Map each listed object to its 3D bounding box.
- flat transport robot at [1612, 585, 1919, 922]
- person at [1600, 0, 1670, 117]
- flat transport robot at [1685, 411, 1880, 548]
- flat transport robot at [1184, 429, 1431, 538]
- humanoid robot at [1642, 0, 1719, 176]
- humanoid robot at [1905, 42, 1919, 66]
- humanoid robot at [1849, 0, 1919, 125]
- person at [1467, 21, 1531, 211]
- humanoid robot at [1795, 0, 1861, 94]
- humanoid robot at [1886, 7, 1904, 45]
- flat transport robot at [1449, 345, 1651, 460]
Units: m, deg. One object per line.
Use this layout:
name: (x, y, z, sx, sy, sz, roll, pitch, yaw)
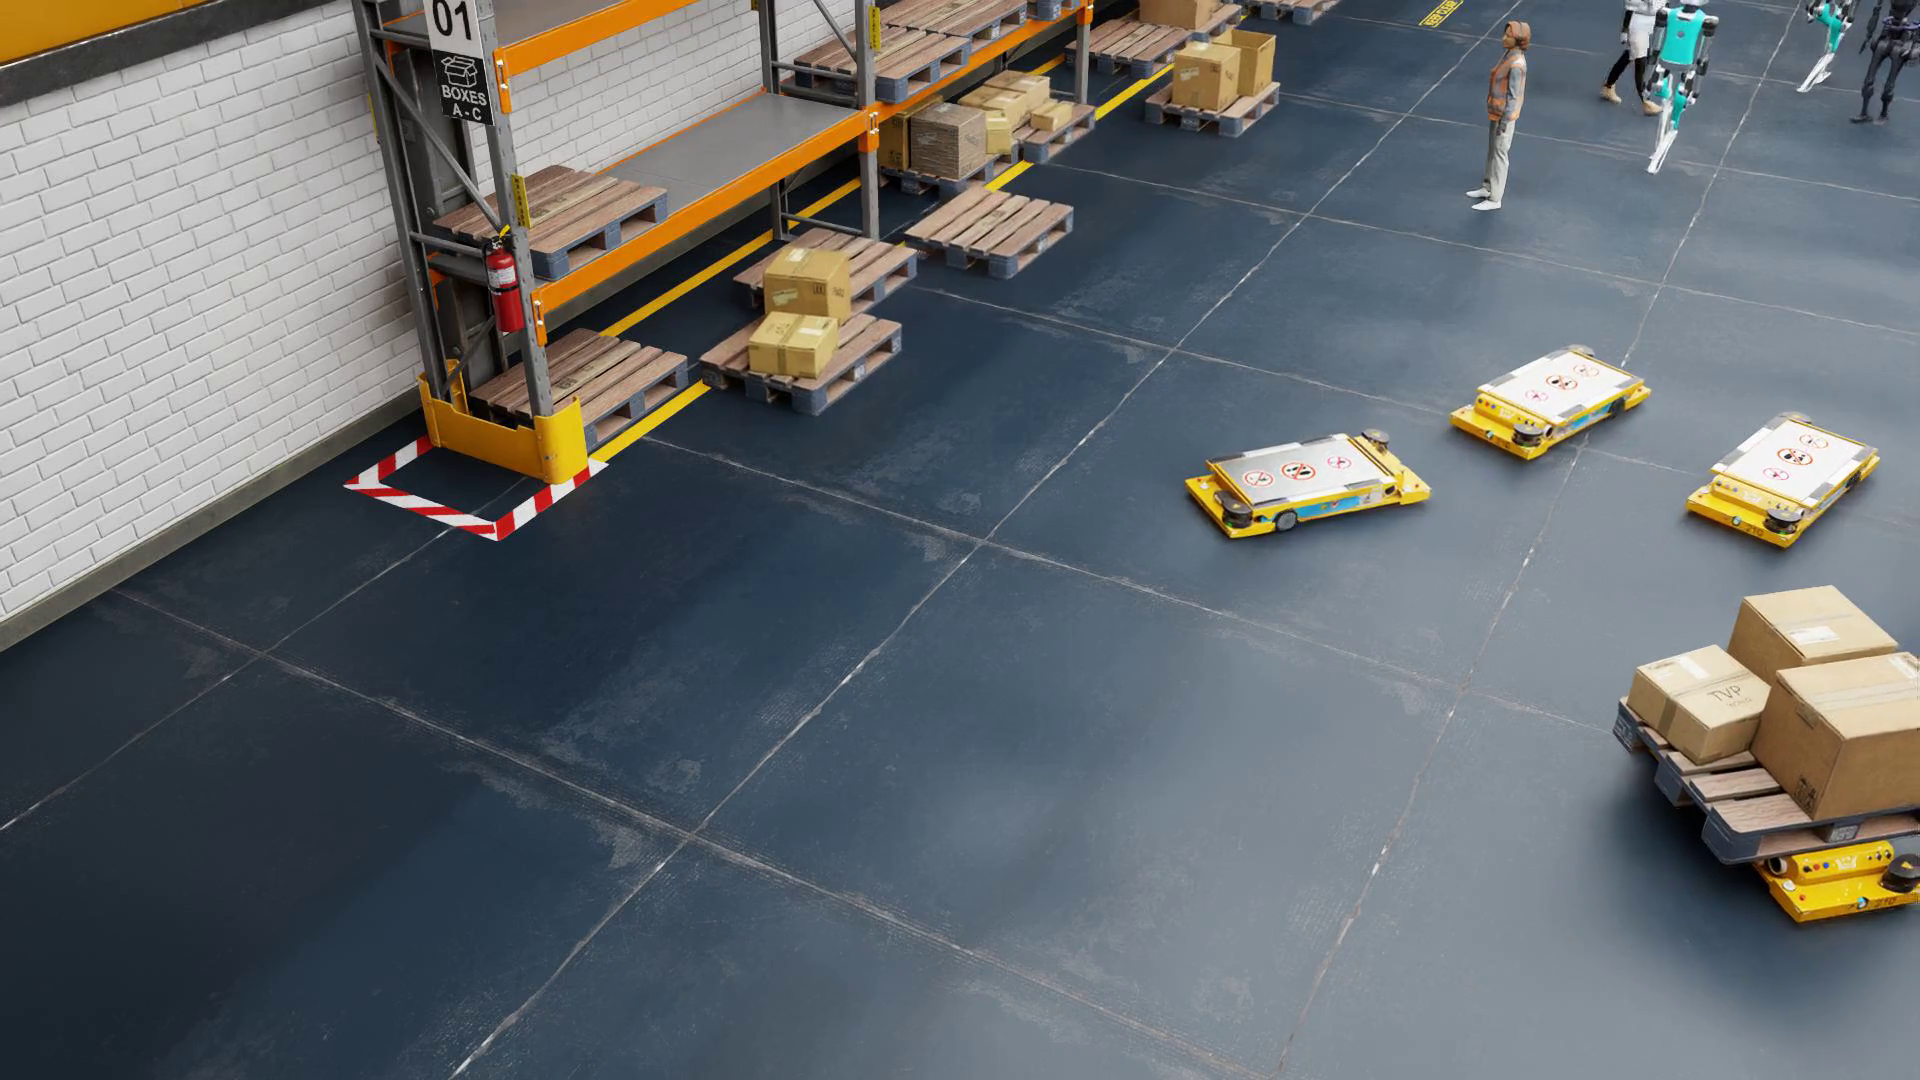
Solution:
flat transport robot: (4.007, 1.272, 8.224, 0.659, 0.231, 1.431, -7, 34, -10)
person: (6.877, -5.096, 16.603, 0.534, 1.650, 0.866, -24, 40, -32)
flat transport robot: (5.353, -0.412, 10.772, 1.431, 0.231, 0.659, -28, 43, -35)
flat transport robot: (2.235, -0.368, 10.705, 1.431, 0.231, 0.659, -11, 35, -16)
humanoid robot: (6.523, -4.174, 15.131, 0.540, 1.725, 1.013, 22, 39, 29)
humanoid robot: (10.563, -5.793, 17.594, 0.560, 1.759, 0.990, -23, 40, -30)
humanoid robot: (9.133, -4.881, 16.272, 0.465, 1.656, 0.609, -18, 37, -25)
person: (4.721, -3.697, 14.491, 0.304, 1.645, 0.521, 4, 34, 6)
humanoid robot: (9.086, -5.482, 17.147, 1.024, 1.762, 0.549, -23, 40, -31)
humanoid robot: (10.562, -6.289, 18.373, 0.599, 1.657, 0.315, -24, 41, -32)
flat transport robot: (4.145, -0.978, 11.627, 1.431, 0.231, 0.659, -23, 40, -31)
